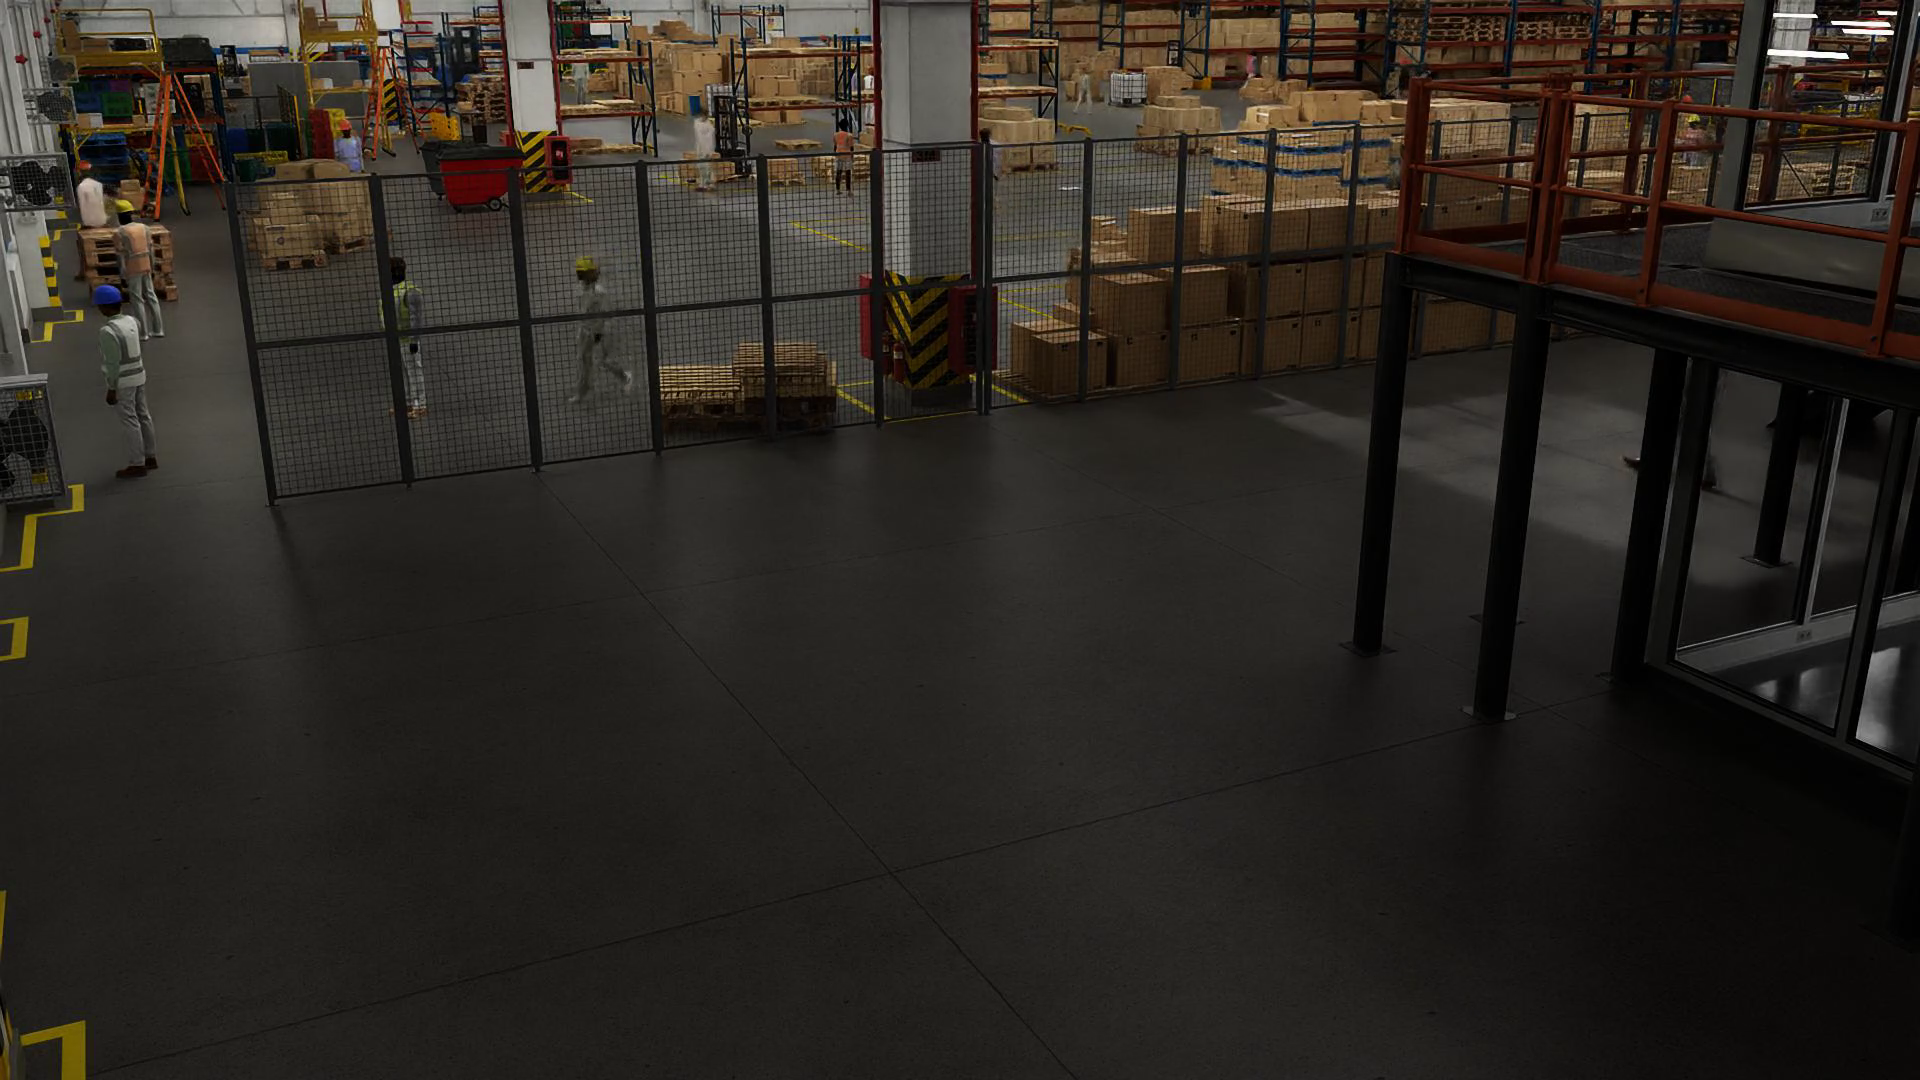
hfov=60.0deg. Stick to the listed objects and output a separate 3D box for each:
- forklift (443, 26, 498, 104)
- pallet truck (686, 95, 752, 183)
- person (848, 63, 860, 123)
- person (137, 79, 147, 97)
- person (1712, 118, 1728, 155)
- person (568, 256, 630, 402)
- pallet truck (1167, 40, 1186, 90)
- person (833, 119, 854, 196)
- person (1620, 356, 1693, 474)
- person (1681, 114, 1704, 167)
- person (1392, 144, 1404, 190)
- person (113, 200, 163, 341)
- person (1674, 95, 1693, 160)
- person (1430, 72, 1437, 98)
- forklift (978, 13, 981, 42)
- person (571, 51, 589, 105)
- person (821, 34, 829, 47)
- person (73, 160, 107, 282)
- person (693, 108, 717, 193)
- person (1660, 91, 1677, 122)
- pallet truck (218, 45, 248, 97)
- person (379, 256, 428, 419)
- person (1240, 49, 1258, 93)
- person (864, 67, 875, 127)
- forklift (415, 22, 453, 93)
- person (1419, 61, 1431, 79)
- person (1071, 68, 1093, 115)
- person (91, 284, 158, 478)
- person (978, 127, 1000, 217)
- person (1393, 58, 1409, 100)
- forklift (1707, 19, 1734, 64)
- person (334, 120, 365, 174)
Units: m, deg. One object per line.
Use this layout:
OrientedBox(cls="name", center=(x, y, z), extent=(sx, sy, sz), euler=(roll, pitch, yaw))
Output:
OrientedBox(cls="forklift", center=(-18.314, -17.720, 62.036), extent=(1.873, 2.768, 1.129), euler=(10, 21, 26))
OrientedBox(cls="pallet truck", center=(-5.836, -9.608, 39.856), extent=(0.823, 1.965, 1.885), euler=(10, 22, 27))
OrientedBox(cls="person", center=(-3.499, -14.687, 54.707), extent=(0.407, 1.918, 0.584), euler=(2, 19, 7))
OrientedBox(cls="person", center=(-25.177, -13.422, 51.466), extent=(0.517, 1.634, 0.313), euler=(9, 21, 23))
OrientedBox(cls="person", center=(16.410, -8.215, 36.064), extent=(0.520, 1.846, 0.859), euler=(-12, 22, -31))
OrientedBox(cls="person", center=(-4.320, -2.513, 19.714), extent=(0.490, 1.718, 0.738), euler=(15, 24, 38))
OrientedBox(cls="pallet truck", center=(9.045, -19.971, 69.895), extent=(0.823, 1.965, 1.885), euler=(-3, 19, -8))
OrientedBox(cls="person", center=(-2.614, -8.621, 37.464), extent=(0.535, 1.692, 0.321), euler=(9, 21, 25))
OrientedBox(cls="person", center=(7.108, -1.421, 16.366), extent=(0.969, 1.829, 0.606), euler=(12, 23, 32))
OrientedBox(cls="person", center=(16.573, -8.751, 37.720), extent=(0.331, 1.767, 0.527), euler=(-9, 21, -25))
OrientedBox(cls="person", center=(8.213, -6.514, 31.144), extent=(0.705, 1.831, 0.522), euler=(17, 25, 40))
OrientedBox(cls="person", center=(-11.336, -3.708, 22.870), extent=(0.394, 1.920, 0.589), euler=(8, 21, 22))
OrientedBox(cls="person", center=(17.873, -10.013, 41.122), extent=(0.552, 1.937, 0.376), euler=(2, 19, 5))
OrientedBox(cls="person", center=(14.285, -13.352, 50.868), extent=(0.553, 1.900, 0.594), euler=(10, 22, 27))
OrientedBox(cls="forklift", center=(0.487, -23.471, 78.707), extent=(1.129, 2.768, 1.873), euler=(-9, 21, -25))
OrientedBox(cls="person", center=(-14.137, -17.195, 61.939), extent=(0.635, 1.936, 0.355), euler=(-5, 20, -15))
OrientedBox(cls="person", center=(-6.324, -22.875, 78.456), extent=(0.467, 1.901, 0.587), euler=(7, 20, 20))
OrientedBox(cls="person", center=(-14.222, -5.182, 27.090), extent=(0.828, 1.953, 0.621), euler=(5, 20, 14))
OrientedBox(cls="person", center=(-5.844, -8.867, 37.880), extent=(0.367, 1.897, 0.731), euler=(-17, 25, -41))
OrientedBox(cls="person", center=(19.889, -11.729, 46.568), extent=(0.518, 1.615, 0.536), euler=(1, 19, 4))
OrientedBox(cls="pallet truck", center=(-28.879, -18.665, 66.111), extent=(0.823, 1.965, 1.885), euler=(-3, 19, -9))
OrientedBox(cls="person", center=(-6.343, -2.302, 18.913), extent=(0.625, 1.844, 0.429), euler=(16, 25, 39))
OrientedBox(cls="person", center=(11.621, -18.634, 66.323), extent=(0.952, 1.806, 0.630), euler=(-6, 20, -17))
OrientedBox(cls="person", center=(-2.861, -14.269, 53.556), extent=(0.347, 1.876, 0.577), euler=(-18, 26, -41))
OrientedBox(cls="forklift", center=(-21.545, -19.432, 67.000), extent=(1.129, 2.768, 1.873), euler=(7, 20, 20))
OrientedBox(cls="person", center=(15.009, -14.490, 53.940), extent=(0.535, 2.000, 0.682), euler=(16, 25, 38))
OrientedBox(cls="person", center=(4.293, -15.575, 57.780), extent=(0.900, 1.582, 0.513), euler=(-16, 24, -38))
OrientedBox(cls="person", center=(-8.392, -1.601, 16.716), extent=(0.380, 1.950, 0.605), euler=(0, 19, 0))
OrientedBox(cls="person", center=(0.562, -7.596, 34.304), extent=(0.622, 1.824, 0.676), euler=(14, 24, 35))
OrientedBox(cls="person", center=(14.992, -15.327, 56.457), extent=(0.439, 1.979, 0.648), euler=(0, 19, 1))
OrientedBox(cls="forklift", center=(32.031, -20.530, 70.182), extent=(1.129, 2.768, 1.873), euler=(-10, 21, -26))
OrientedBox(cls="person", center=(-12.612, -7.704, 34.426), extent=(0.547, 1.938, 0.379), euler=(-8, 21, -22))
